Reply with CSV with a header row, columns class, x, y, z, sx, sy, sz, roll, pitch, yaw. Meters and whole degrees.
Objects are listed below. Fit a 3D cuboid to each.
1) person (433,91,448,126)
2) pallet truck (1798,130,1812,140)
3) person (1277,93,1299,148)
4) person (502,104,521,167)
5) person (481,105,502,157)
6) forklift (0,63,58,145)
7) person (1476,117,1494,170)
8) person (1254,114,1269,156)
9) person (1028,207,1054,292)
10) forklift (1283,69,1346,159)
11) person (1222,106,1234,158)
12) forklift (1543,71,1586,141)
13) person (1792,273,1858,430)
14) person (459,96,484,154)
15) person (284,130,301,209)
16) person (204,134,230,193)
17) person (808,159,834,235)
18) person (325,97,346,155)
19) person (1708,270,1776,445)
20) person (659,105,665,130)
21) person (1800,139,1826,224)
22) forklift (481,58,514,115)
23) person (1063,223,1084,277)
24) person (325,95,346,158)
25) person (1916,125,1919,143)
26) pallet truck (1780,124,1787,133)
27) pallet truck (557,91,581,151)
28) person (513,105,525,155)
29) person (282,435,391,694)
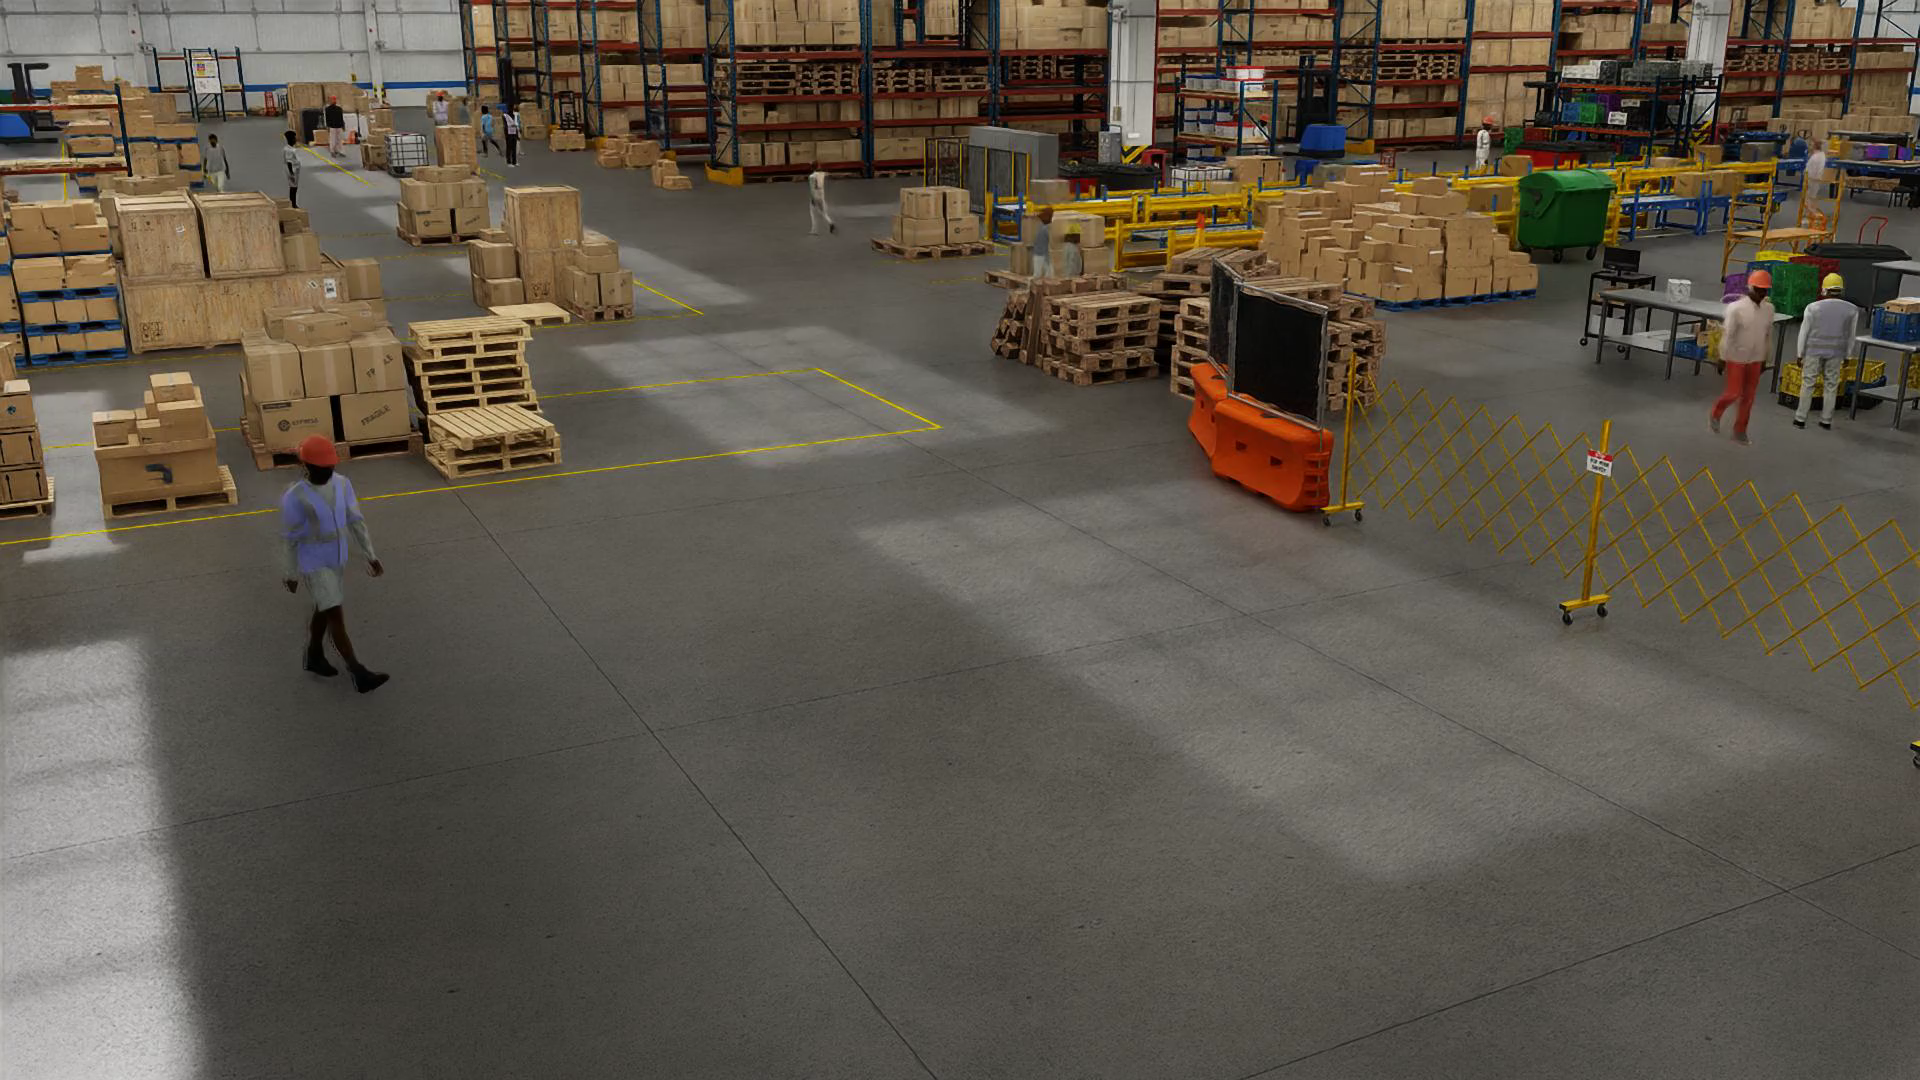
class,x,y,z,sx,sy,sz,roll,pitch,yaw
person,-18.453,-15.000,59.147,0.555,1.923,0.724,-13,22,-34
pallet truck,25.526,-11.556,49.408,1.630,1.274,0.653,-9,20,-26
person,11.512,-14.646,58.100,0.765,1.880,0.651,-8,19,-23
person,-13.851,-12.481,51.306,0.391,1.914,0.587,8,20,25
person,-15.456,-13.425,54.633,0.720,1.673,0.536,9,20,25
forklift,-33.566,-15.610,59.499,1.873,2.768,1.129,-9,20,-26
person,13.620,-9.959,43.247,0.389,2.034,0.605,-1,18,-2
person,8.386,-10.858,46.214,0.370,1.932,0.543,16,24,40
person,1.420,-4.699,27.534,0.651,1.603,0.567,2,18,8
forklift,11.615,-13.871,54.079,1.129,2.768,1.873,-9,20,-27
person,8.652,-13.189,53.869,0.559,1.680,0.377,-8,19,-23
forklift,18.685,-13.231,52.085,1.873,2.768,1.129,-9,20,-26
person,10.054,-2.183,19.355,0.598,1.826,0.403,5,18,14
person,-16.643,-13.915,55.825,1.013,1.899,0.643,0,18,-1
person,-15.844,-8.727,39.513,0.368,1.965,0.609,-4,18,-12
person,-18.126,-8.977,40.553,0.523,1.813,1.013,-3,18,-9
person,-3.037,-7.377,35.844,0.541,1.621,0.517,14,22,36
person,-20.816,-13.847,55.579,0.888,1.901,0.650,13,22,35
person,8.815,-2.068,18.735,0.632,1.976,0.528,-3,18,-9
person,-10.965,-15.970,62.324,0.648,1.818,0.655,-11,21,-31
person,19.337,-8.148,37.822,0.462,1.889,0.677,13,22,36
forklift,-17.753,-17.403,65.091,1.873,2.768,1.129,-9,20,-26
person,1.587,-3.840,24.677,0.673,1.724,0.490,-2,18,-5
person,-20.501,-13.575,54.598,0.609,1.986,0.391,-17,24,-42
person,35.217,-15.478,60.514,0.623,1.992,0.396,-4,18,-14
pallet truck,25.206,-12.542,52.601,1.601,1.201,0.680,0,18,-2
pallet truck,-13.495,-14.412,57.188,0.823,1.965,1.885,-3,18,-9
person,-14.805,-13.712,55.588,0.312,1.636,0.520,-15,23,-38
person,-4.507,0.156,11.952,0.977,1.879,0.556,8,20,24
